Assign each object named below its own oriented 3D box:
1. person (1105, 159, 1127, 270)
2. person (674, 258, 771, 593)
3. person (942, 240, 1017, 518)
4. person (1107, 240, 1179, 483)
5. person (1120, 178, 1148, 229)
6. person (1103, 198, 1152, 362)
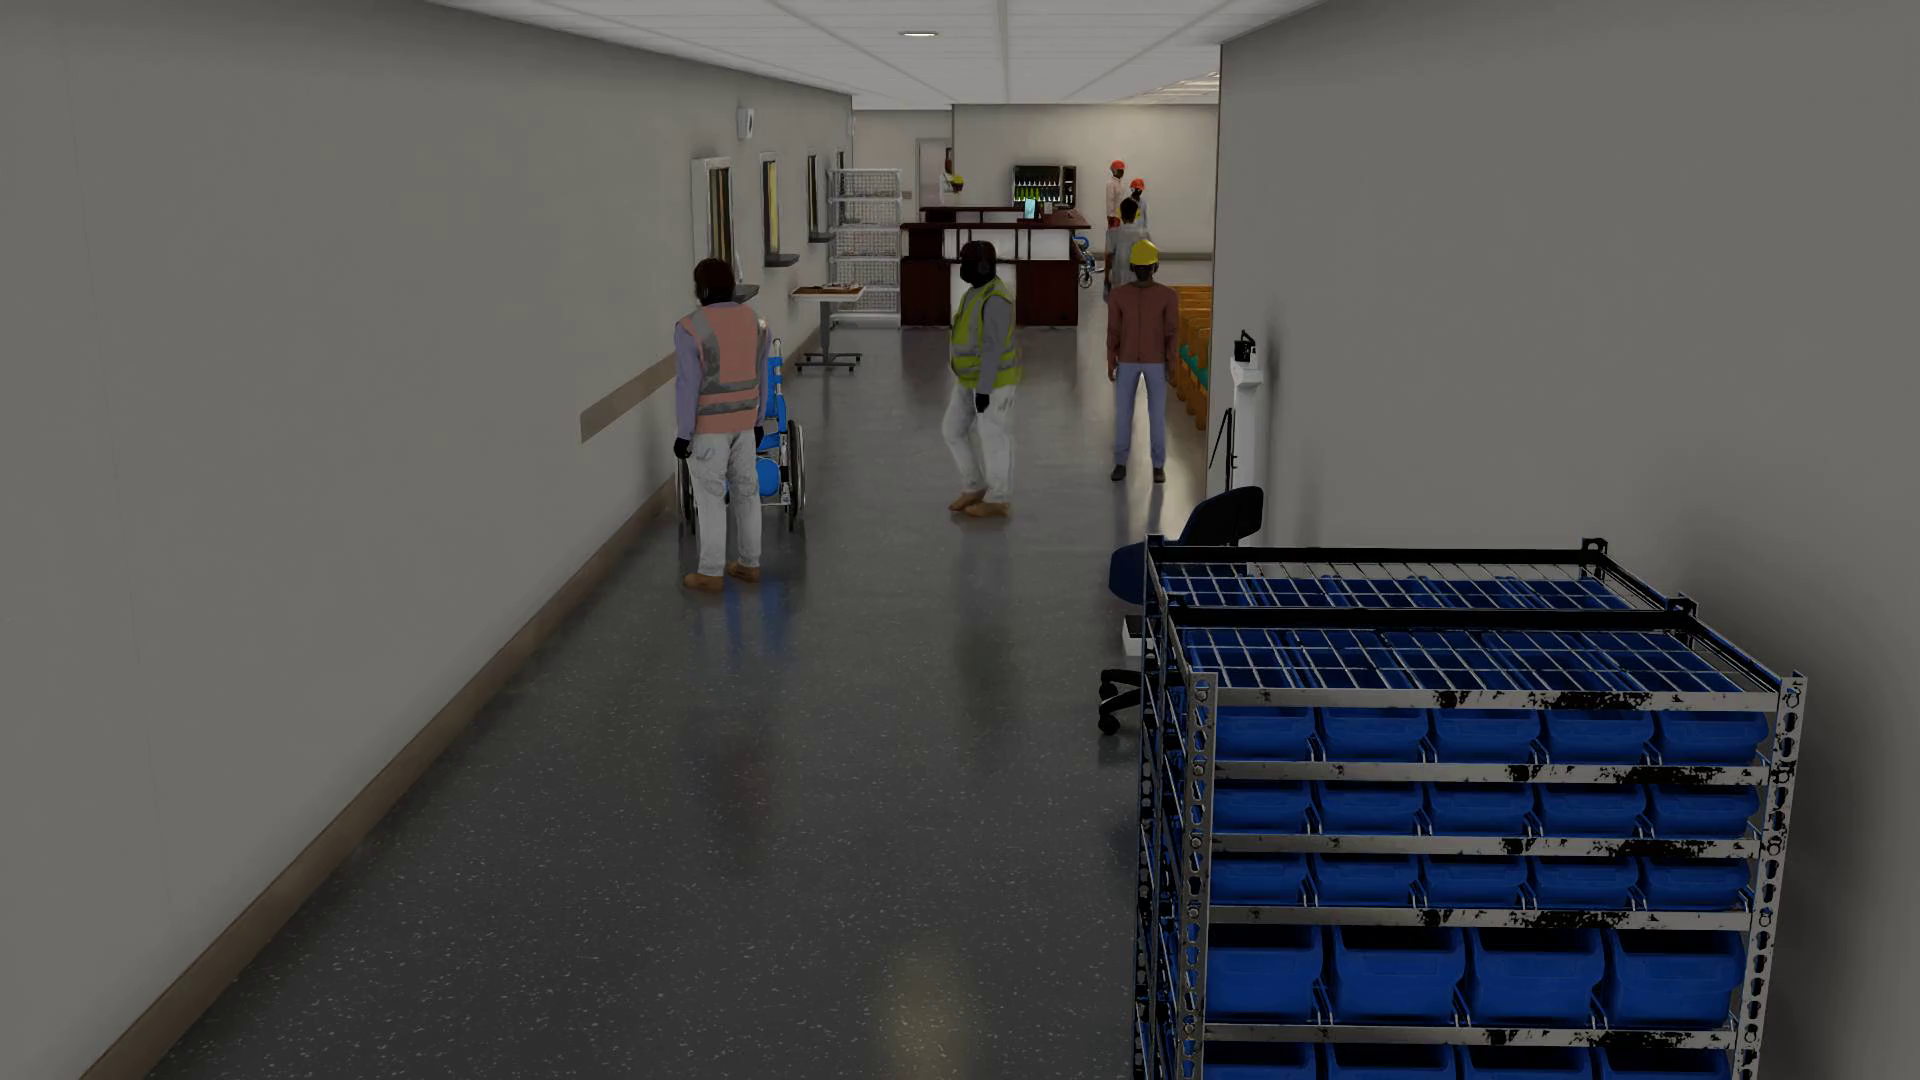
[{"bbox_3d":[2.867,-5.965,30.528,0.386,1.992,0.625,6,15,22],"label":"person"},{"bbox_3d":[-1.335,-0.633,9.209,0.429,1.841,0.634,12,18,41],"label":"person"},{"bbox_3d":[0.100,-1.034,10.865,0.536,1.825,0.657,-4,14,-16],"label":"person"},{"bbox_3d":[1.316,-1.282,12.024,0.521,1.758,0.348,3,14,11],"label":"person"},{"bbox_3d":[2.919,-5.154,27.755,0.564,1.743,0.352,-10,17,-34],"label":"person"},{"bbox_3d":[1.819,-2.756,17.926,0.549,1.810,0.992,1,14,2],"label":"person"}]
